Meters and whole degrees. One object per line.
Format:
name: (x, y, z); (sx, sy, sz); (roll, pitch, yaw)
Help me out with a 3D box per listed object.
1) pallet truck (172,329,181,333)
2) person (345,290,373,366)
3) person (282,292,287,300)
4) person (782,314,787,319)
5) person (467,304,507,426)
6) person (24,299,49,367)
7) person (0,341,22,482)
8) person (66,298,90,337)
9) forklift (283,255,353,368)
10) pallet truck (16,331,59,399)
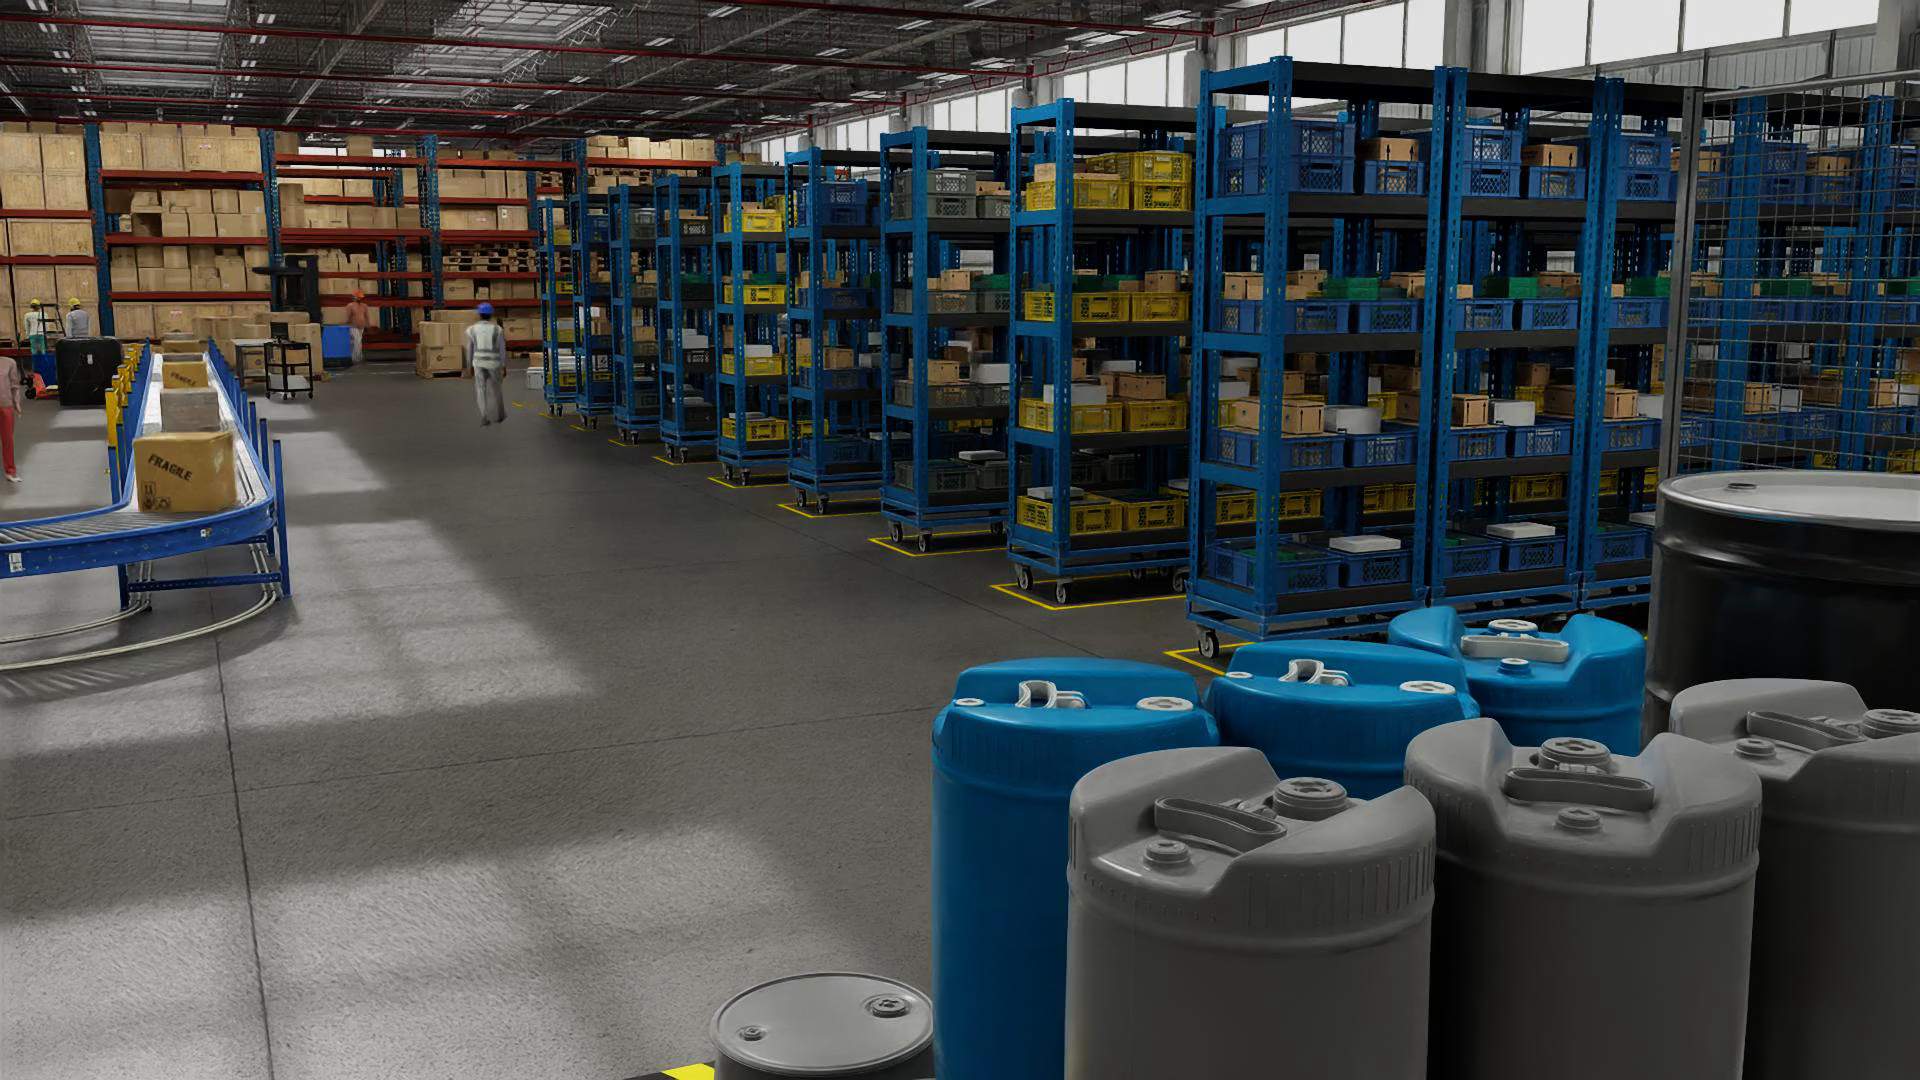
pallet truck: (-17.275, -3.851, 35.096); (1.601, 1.201, 0.680); (0, 9, 1)
person: (-15.477, -5.469, 42.904); (0.930, 1.943, 0.623); (5, 10, 28)
person: (-19.263, -6.196, 47.768); (0.590, 1.833, 0.404); (5, 10, 29)
person: (-3.531, -4.223, 35.525); (0.588, 1.835, 0.403); (-1, 9, -8)
person: (-7.453, -2.774, 26.315); (0.639, 1.896, 0.965); (0, 9, -3)
person: (-22.295, -4.934, 40.210); (0.515, 1.752, 0.374); (-3, 10, -16)
person: (-10.991, -1.518, 18.956); (0.532, 1.765, 0.328); (-8, 12, -42)
person: (-20.225, -4.635, 38.141); (0.403, 1.822, 0.591); (4, 10, 24)
forklift: (-15.972, -5.555, 40.550); (1.129, 2.768, 1.873); (6, 11, 31)
pallet truck: (-17.082, -3.353, 31.781); (1.630, 1.274, 0.653); (-4, 10, -25)
